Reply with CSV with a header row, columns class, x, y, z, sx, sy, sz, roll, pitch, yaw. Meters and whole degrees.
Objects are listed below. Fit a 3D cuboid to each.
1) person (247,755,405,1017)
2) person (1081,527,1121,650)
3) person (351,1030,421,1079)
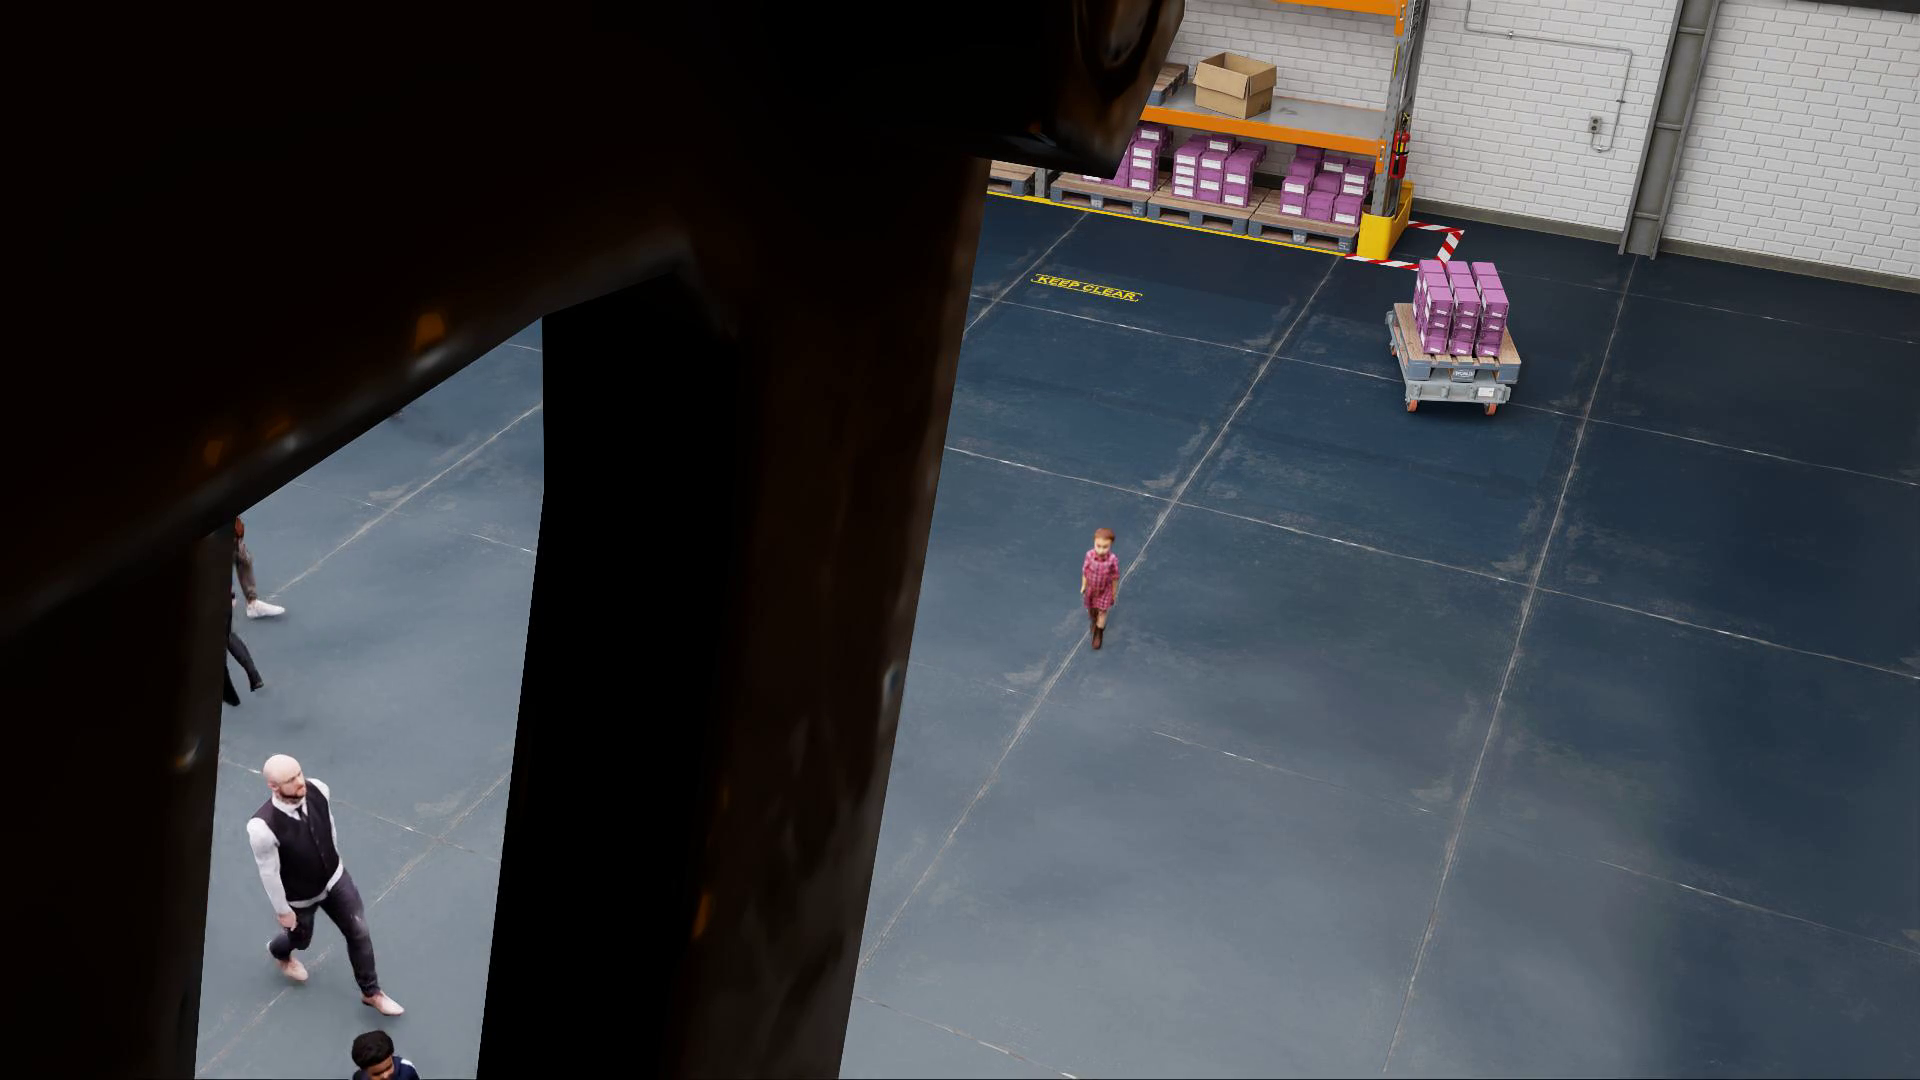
class,x,y,z,sx,sy,sz,roll,pitch,yaw
person,-3.672,1.919,9.262,1.184,1.790,0.736,17,37,24
person,1.052,0.316,12.371,0.457,1.019,0.529,10,35,15
person,-2.852,2.879,8.341,0.618,1.211,0.640,-28,43,-35
